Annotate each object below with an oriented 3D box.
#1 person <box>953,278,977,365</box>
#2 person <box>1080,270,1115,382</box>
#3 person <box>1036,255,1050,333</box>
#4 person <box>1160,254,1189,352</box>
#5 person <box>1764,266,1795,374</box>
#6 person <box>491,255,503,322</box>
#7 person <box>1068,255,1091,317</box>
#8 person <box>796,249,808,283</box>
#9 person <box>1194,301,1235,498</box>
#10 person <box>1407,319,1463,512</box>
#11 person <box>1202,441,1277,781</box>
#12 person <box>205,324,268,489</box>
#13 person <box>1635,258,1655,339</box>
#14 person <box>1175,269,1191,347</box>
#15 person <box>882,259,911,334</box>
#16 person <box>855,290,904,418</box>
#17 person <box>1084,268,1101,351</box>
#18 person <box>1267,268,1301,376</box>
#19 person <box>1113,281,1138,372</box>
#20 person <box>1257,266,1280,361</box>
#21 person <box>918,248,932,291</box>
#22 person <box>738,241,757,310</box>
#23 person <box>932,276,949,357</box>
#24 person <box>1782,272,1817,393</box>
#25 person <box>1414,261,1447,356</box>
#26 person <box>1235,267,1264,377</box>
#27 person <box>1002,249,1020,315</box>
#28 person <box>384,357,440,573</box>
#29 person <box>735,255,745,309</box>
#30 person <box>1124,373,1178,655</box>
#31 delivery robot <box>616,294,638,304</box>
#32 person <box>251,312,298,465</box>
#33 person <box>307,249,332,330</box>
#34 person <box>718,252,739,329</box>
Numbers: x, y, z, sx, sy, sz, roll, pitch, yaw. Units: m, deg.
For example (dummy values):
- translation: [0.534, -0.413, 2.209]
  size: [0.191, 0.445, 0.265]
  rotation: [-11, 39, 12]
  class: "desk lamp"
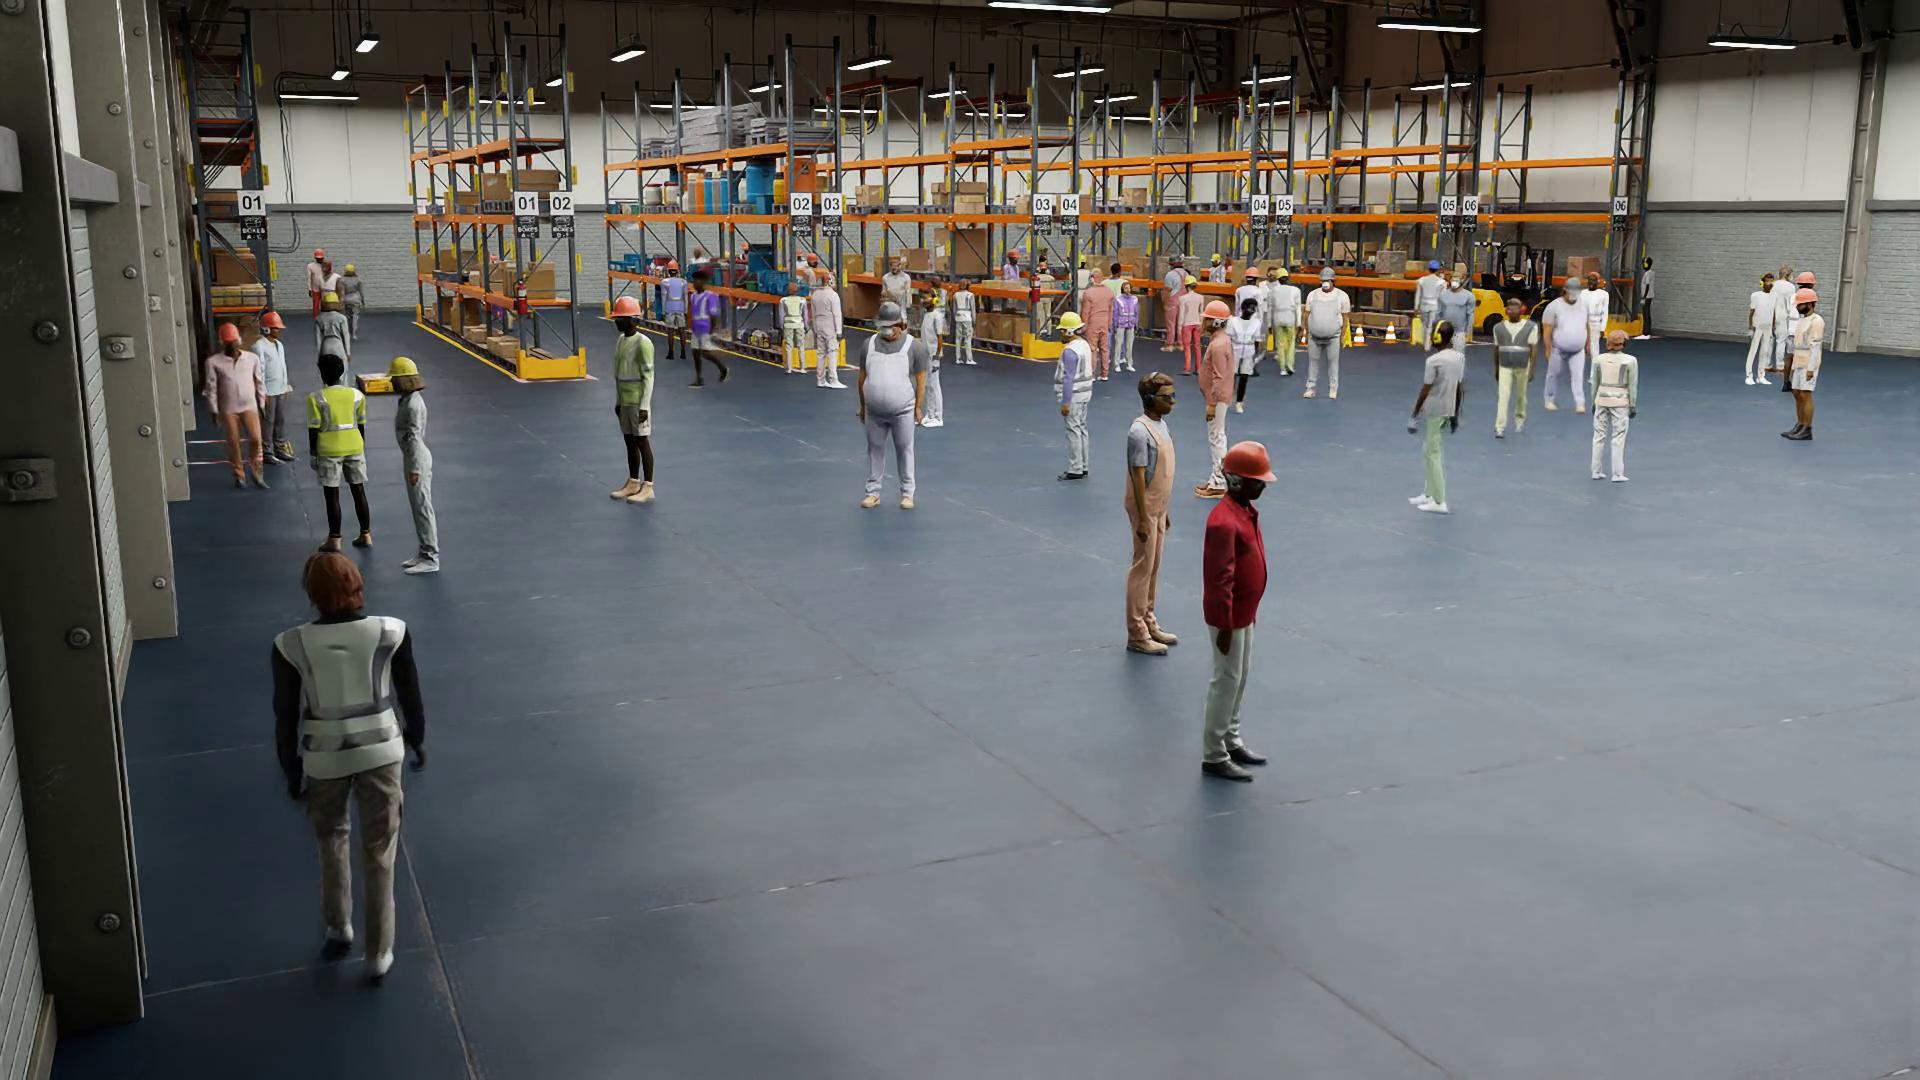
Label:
- translation: [0.088, -4.156, 31.673]
  size: [0.513, 1.640, 0.311]
  rotation: [9, 14, 38]
  class: "person"
- translation: [2.322, -3.655, 28.463]
  size: [0.640, 1.905, 0.410]
  rotation: [-7, 13, -33]
  class: "person"
- translation: [1.965, -5.909, 40.027]
  size: [0.519, 1.865, 0.319]
  rotation: [9, 14, 38]
  class: "person"
- translation: [4.466, -4.958, 34.728]
  size: [0.685, 2.000, 0.536]
  rotation: [-10, 15, -41]
  class: "person"
- translation: [14.702, -3.937, 29.818]
  size: [0.370, 1.934, 0.627]
  rotation: [-4, 12, -19]
  class: "person"
- translation: [-12.351, -6.666, 44.141]
  size: [0.569, 1.749, 0.342]
  rotation: [8, 13, 34]
  class: "person"
- translation: [2.739, -5.481, 37.678]
  size: [0.594, 1.924, 0.382]
  rotation: [-2, 11, -10]
  class: "person"
- translation: [-5.043, -8.275, 52.364]
  size: [0.574, 1.737, 0.354]
  rotation: [-2, 11, -11]
  class: "person"
- translation: [2.587, -1.423, 16.872]
  size: [0.375, 1.997, 0.612]
  rotation: [2, 11, 11]
  class: "person"
- translation: [4.537, -1.210, 16.143]
  size: [0.560, 1.856, 0.630]
  rotation: [-10, 15, -40]
  class: "person"
- translation: [1.423, 0.357, 8.492]
  size: [0.351, 1.739, 0.573]
  rotation: [4, 12, 21]
  class: "person"
- translation: [-7.502, -1.380, 17.327]
  size: [0.577, 1.724, 0.649]
  rotation: [-8, 14, -35]
  class: "person"
- translation: [15.690, -5.521, 38.044]
  size: [0.327, 1.865, 0.519]
  rotation: [8, 13, 34]
  class: "person"
- translation: [4.756, -4.933, 35.507]
  size: [0.321, 1.686, 0.539]
  rotation: [-2, 11, -10]
  class: "person"
- translation: [-1.358, -4.991, 35.274]
  size: [0.642, 1.899, 0.394]
  rotation: [3, 11, 13]
  class: "person"
- translation: [-1.068, -2.538, 23.036]
  size: [0.518, 1.799, 0.935]
  rotation: [9, 14, 38]
  class: "person"
- translation: [2.814, -4.831, 34.869]
  size: [0.347, 1.733, 0.480]
  rotation: [-6, 13, -28]
  class: "person"
- translation: [5.761, -3.866, 29.534]
  size: [0.623, 1.894, 0.655]
  rotation: [3, 12, 17]
  class: "person"
- translation: [3.011, -3.881, 30.275]
  size: [0.514, 1.641, 0.309]
  rotation: [-4, 12, -21]
  class: "person"
- translation: [6.075, -4.413, 32.443]
  size: [0.565, 1.850, 0.390]
  rotation: [5, 12, 25]
  class: "person"
- translation: [-0.958, -7.178, 46.393]
  size: [0.394, 1.899, 0.642]
  rotation: [-7, 13, -33]
  class: "person"
- translation: [-6.317, -7.873, 49.582]
  size: [0.612, 2.029, 0.409]
  rotation: [2, 11, 10]
  class: "person"
- translation: [-0.494, -4.489, 33.387]
  size: [0.537, 1.623, 0.464]
  rotation: [-10, 15, -41]
  class: "person"
- translation: [13.473, -3.319, 26.657]
  size: [0.360, 1.939, 0.543]
  rotation: [-2, 11, -9]
  class: "person"
- translation: [9.595, -4.694, 33.741]
  size: [0.651, 1.894, 0.986]
  rotation: [7, 13, 31]
  class: "person"
- translation: [5.112, -3.841, 29.359]
  size: [0.545, 1.926, 0.408]
  rotation: [8, 14, 35]
  class: "person"
- translation: [1.222, -5.734, 38.666]
  size: [0.391, 2.040, 0.615]
  rotation: [7, 13, 31]
  class: "person"
- translation: [-4.415, -0.603, 13.380]
  size: [0.323, 1.737, 0.486]
  rotation: [-5, 12, -22]
  class: "person"
- translation: [-6.635, -7.737, 49.926]
  size: [0.529, 1.630, 0.338]
  rotation: [-11, 15, -43]
  class: "person"
- translation: [1.264, -0.179, 10.939]
  size: [0.345, 1.846, 0.506]
  rotation: [4, 12, 21]
  class: "person"
- translation: [-9.549, -6.811, 47.692]
  size: [0.707, 0.478, 0.477]
  rotation: [9, 14, 40]
  class: "delivery robot"
- translation: [-7.896, -1.745, 19.162]
  size: [0.350, 1.743, 0.570]
  rotation: [2, 11, 8]
  class: "person"
- translation: [-15.786, -6.182, 41.078]
  size: [0.610, 1.990, 0.390]
  rotation: [-5, 12, -24]
  class: "person"
- translation: [-5.660, -6.080, 40.718]
  size: [0.588, 1.928, 0.383]
  rotation: [4, 12, 20]
  class: "person"
